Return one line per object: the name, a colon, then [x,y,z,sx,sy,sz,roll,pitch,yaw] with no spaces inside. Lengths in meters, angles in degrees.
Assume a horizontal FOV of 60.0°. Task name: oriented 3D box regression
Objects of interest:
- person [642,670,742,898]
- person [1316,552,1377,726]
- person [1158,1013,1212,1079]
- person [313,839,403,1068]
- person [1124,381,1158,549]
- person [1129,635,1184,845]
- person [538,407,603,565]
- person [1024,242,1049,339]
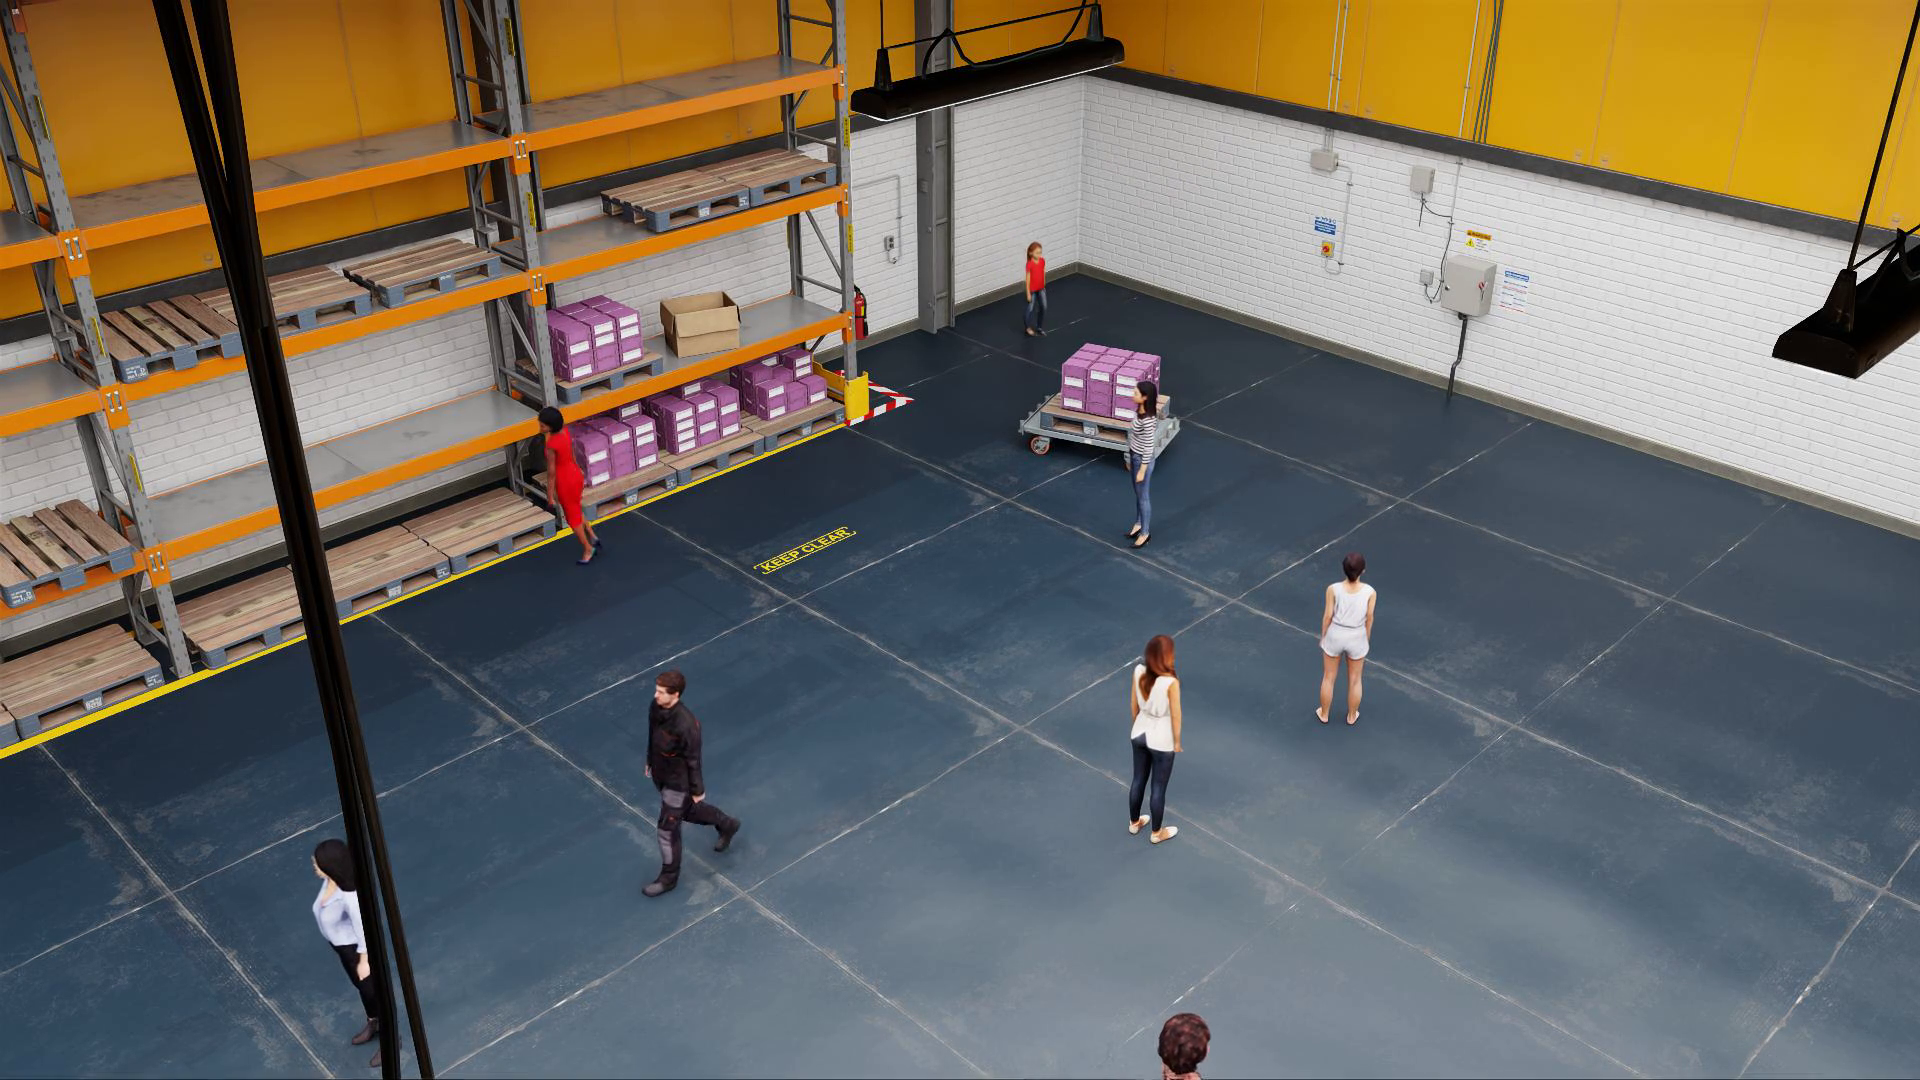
person: [-1.982,1.696,12.100,1.189,1.806,0.865,-17,33,-29]
person: [3.223,0.822,13.908,0.651,1.608,0.684,4,29,8]
person: [1.117,3.332,9.137,1.018,1.770,0.948,0,29,0]
person: [-3.814,2.585,10.534,0.558,1.745,0.655,-22,36,-34]
person: [1.820,-0.760,16.612,0.680,1.797,0.635,-2,29,-3]
person: [1.448,1.494,12.494,0.580,1.783,0.521,24,37,37]
person: [-3.773,-0.522,16.260,0.818,1.715,0.747,9,30,16]
person: [0.936,-3.300,21.788,0.546,1.298,0.618,-19,34,-30]
